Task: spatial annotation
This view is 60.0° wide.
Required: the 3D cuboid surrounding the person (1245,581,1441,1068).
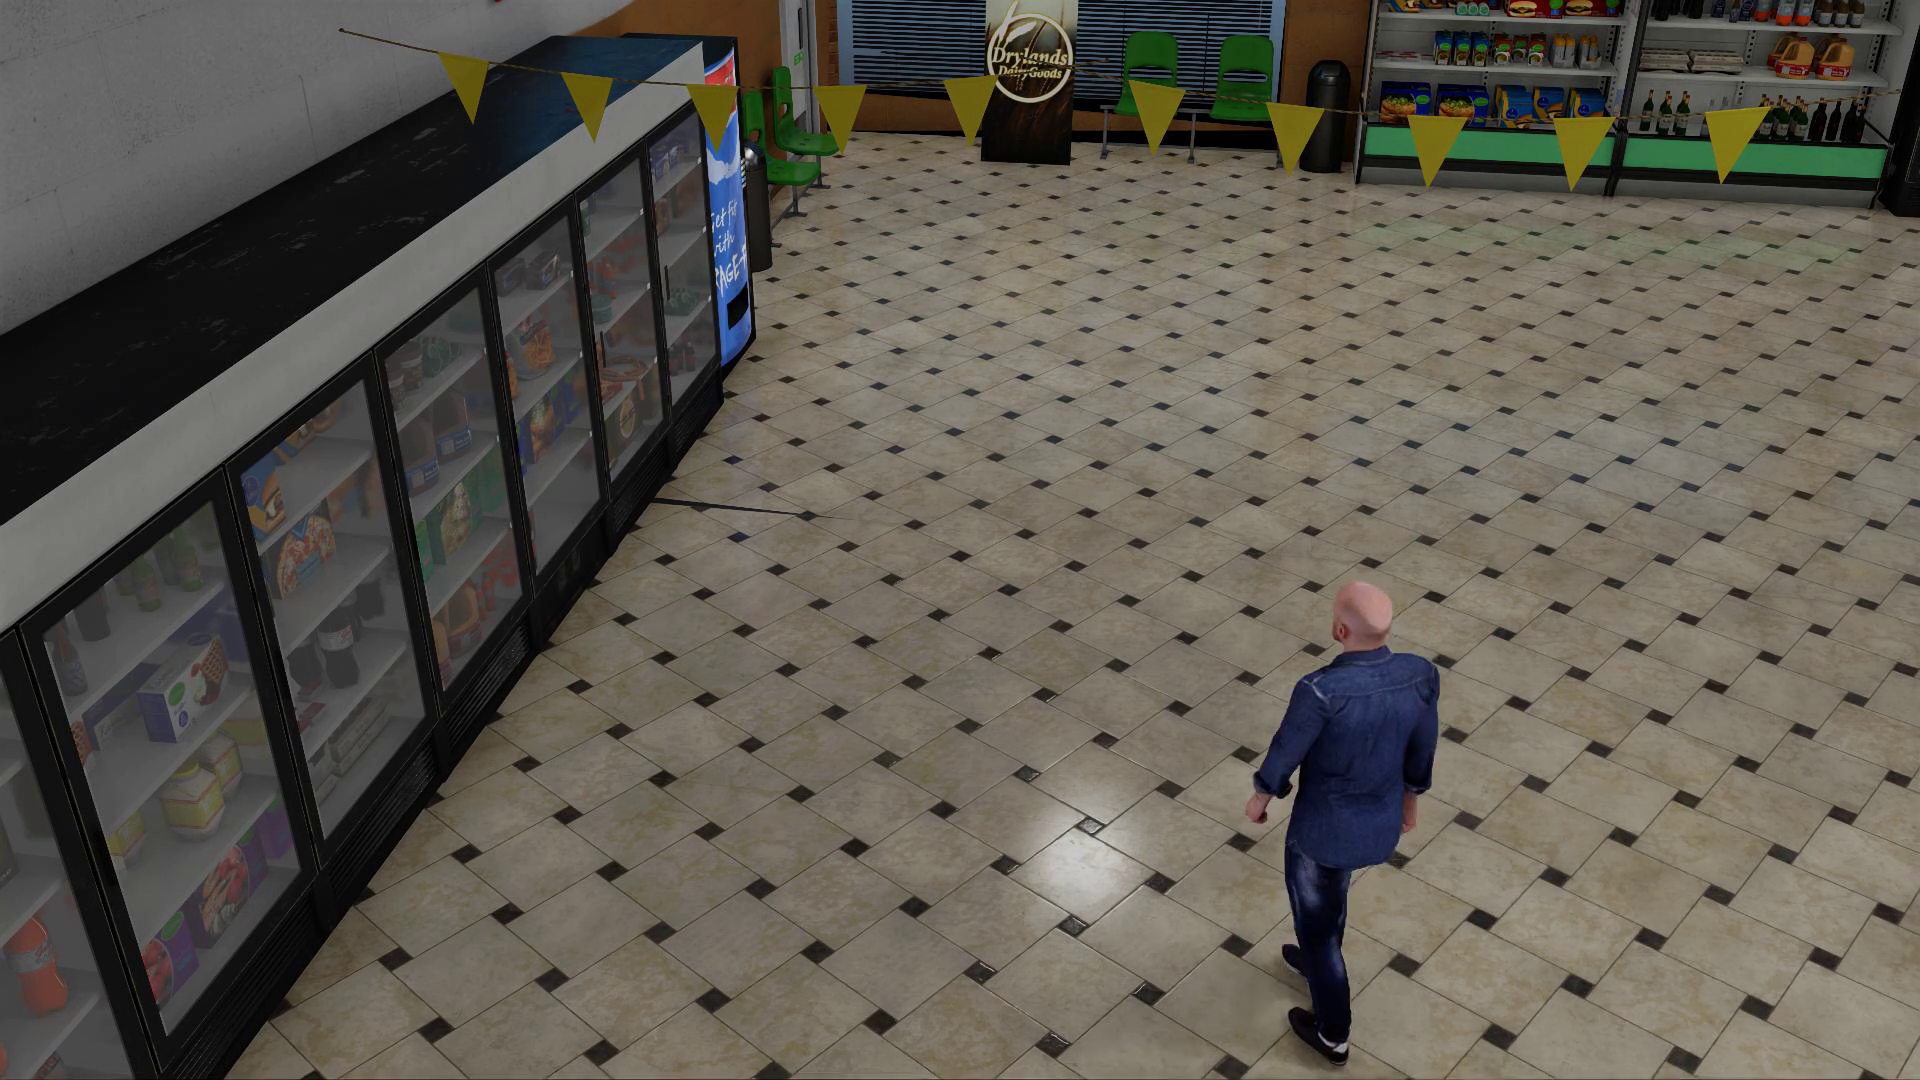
[{"bbox_3d":[1.294,0.994,5.467,0.915,1.803,0.977,-15,32,-26],"label":"person"}]
